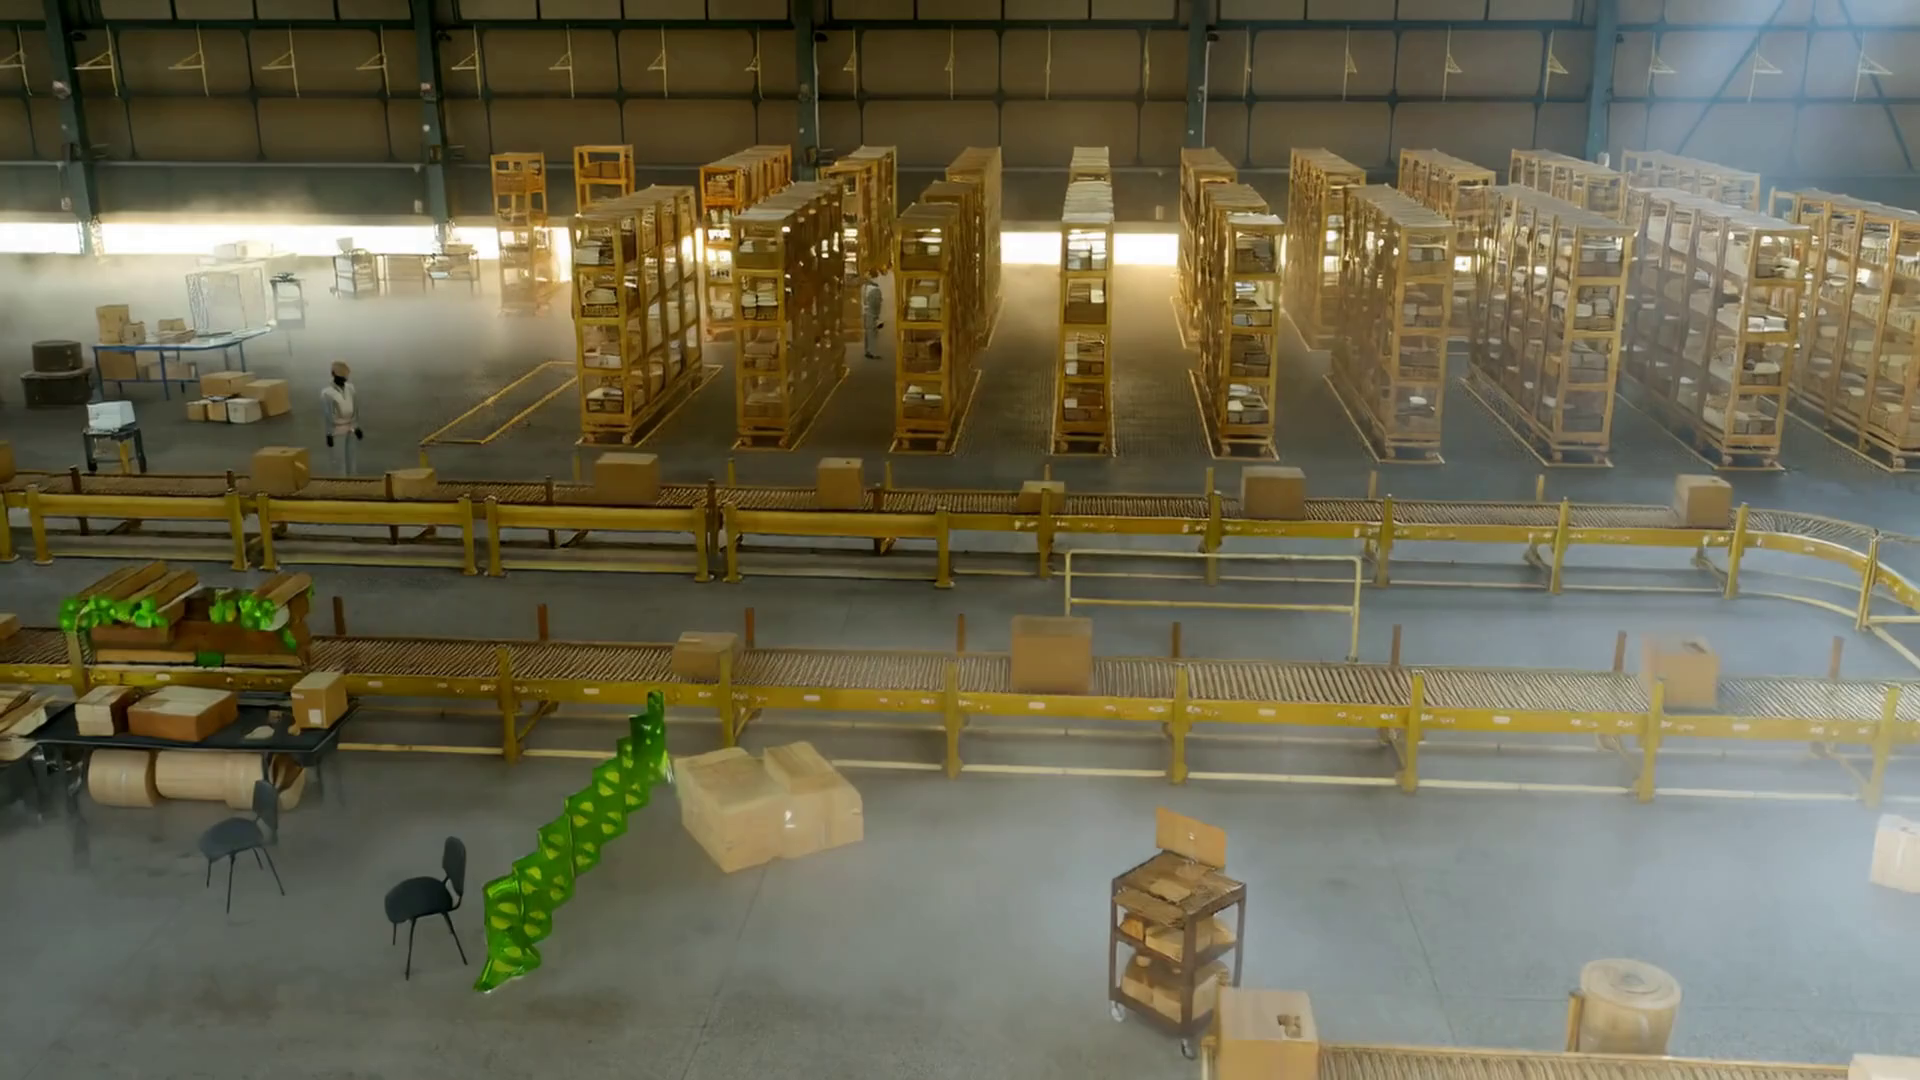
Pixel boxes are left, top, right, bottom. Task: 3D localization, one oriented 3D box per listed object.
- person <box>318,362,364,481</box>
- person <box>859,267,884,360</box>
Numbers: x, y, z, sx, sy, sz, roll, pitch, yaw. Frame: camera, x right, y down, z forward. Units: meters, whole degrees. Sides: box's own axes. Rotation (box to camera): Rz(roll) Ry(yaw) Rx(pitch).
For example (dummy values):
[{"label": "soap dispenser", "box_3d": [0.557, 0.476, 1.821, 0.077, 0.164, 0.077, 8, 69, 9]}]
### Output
[{"label": "person", "box_3d": [-8.631, -1.532, 23.250, 0.399, 1.943, 0.622, 10, 20, 28]}, {"label": "person", "box_3d": [-1.749, -4.458, 32.725, 0.403, 1.822, 0.589, -11, 20, -31]}]
